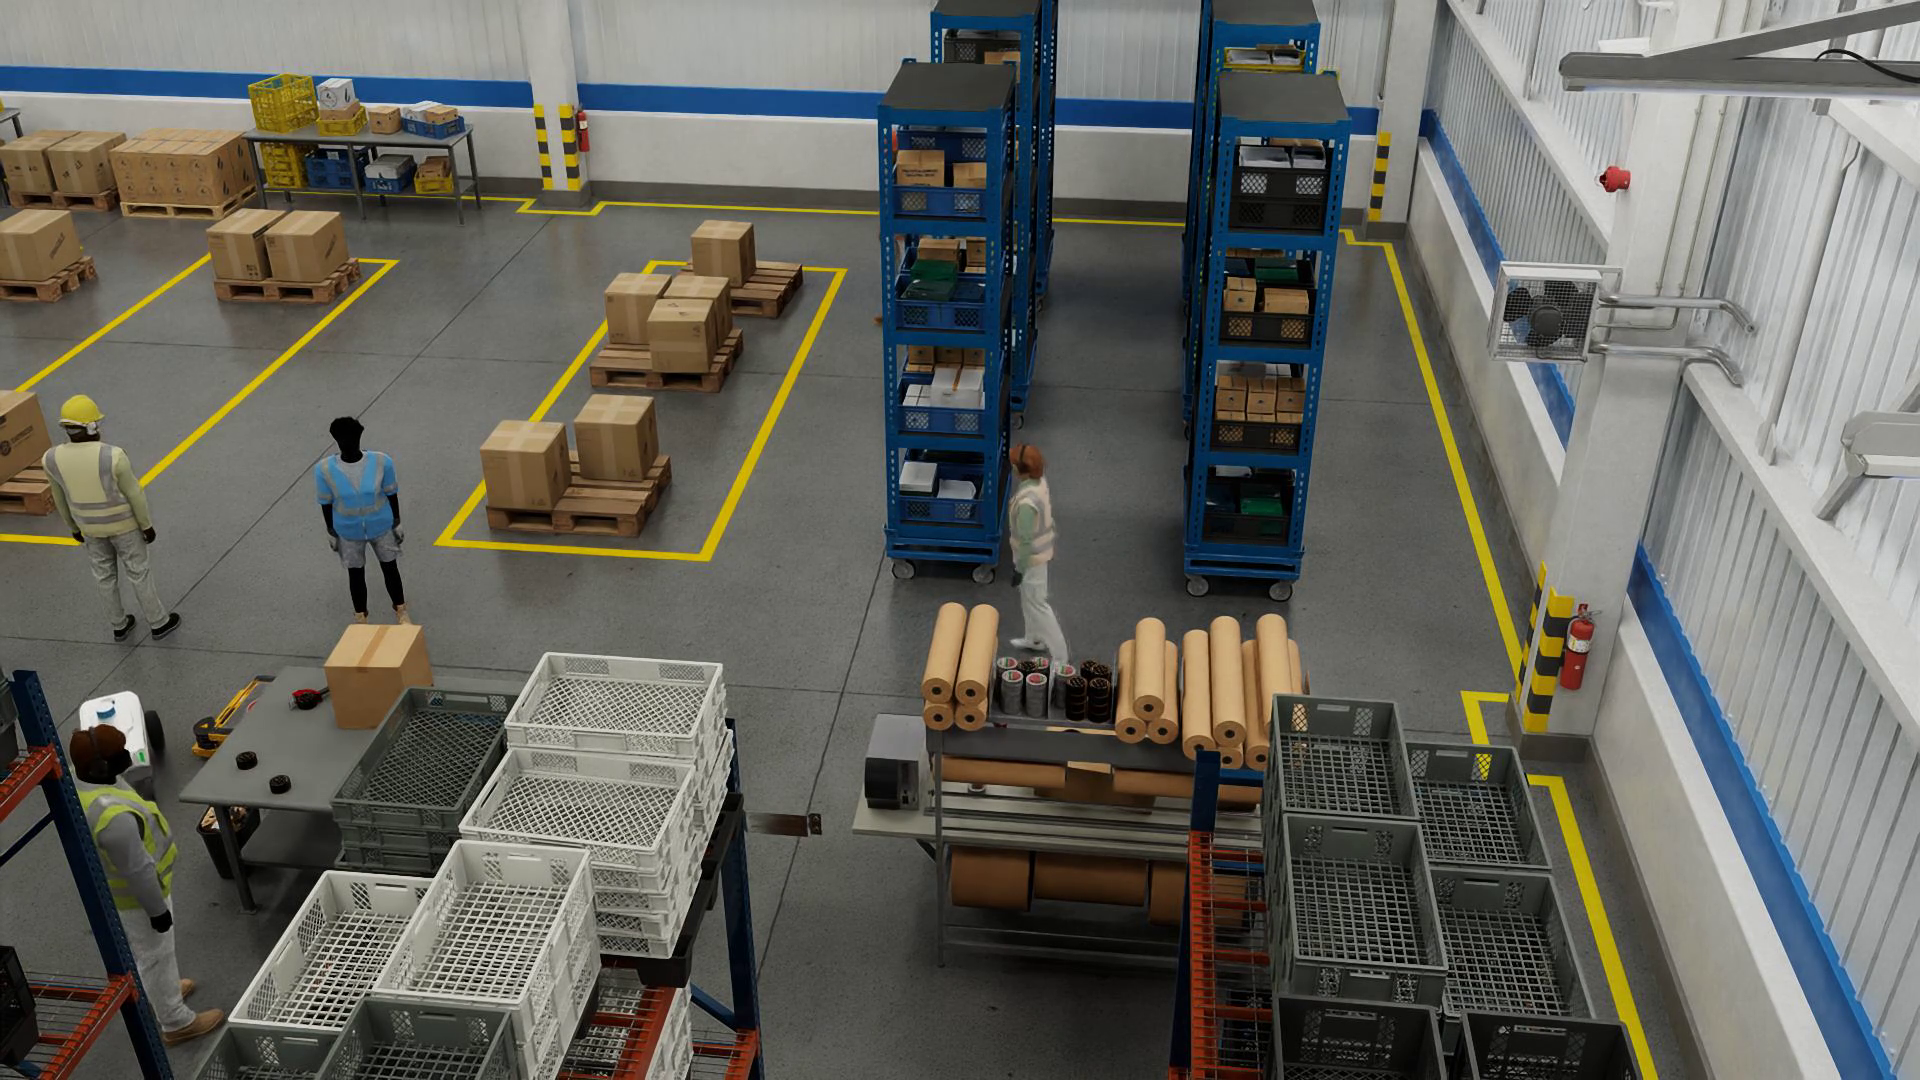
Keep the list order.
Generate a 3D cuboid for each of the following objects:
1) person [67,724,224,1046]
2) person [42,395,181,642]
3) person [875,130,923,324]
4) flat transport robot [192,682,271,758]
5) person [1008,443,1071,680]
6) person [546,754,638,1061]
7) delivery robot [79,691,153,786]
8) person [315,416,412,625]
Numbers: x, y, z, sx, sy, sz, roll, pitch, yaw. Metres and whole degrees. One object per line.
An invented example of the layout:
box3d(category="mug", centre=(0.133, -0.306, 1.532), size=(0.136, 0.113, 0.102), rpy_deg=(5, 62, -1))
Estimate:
box3d(category="person", centre=(-4.066, 1.685, 8.204), size=(0.633, 1.839, 0.429), rpy_deg=(26, 39, 37))
box3d(category="person", centre=(-5.795, -0.131, 11.340), size=(0.588, 1.822, 0.403), rpy_deg=(0, 30, 0))
box3d(category="person", centre=(-0.594, -2.988, 16.081), size=(0.402, 1.990, 0.622), rpy_deg=(-25, 38, -36))
box3d(category="flat transport robot", centre=(-4.089, 1.163, 10.648), size=(1.431, 0.197, 0.652), rpy_deg=(3, 30, 6))
box3d(category="person", centre=(0.557, 0.117, 11.120), size=(0.503, 1.617, 0.583), rpy_deg=(3, 30, 5))
box3d(category="person", centre=(-1.831, 1.815, 7.893), size=(0.629, 1.931, 0.357), rpy_deg=(-1, 30, -2))
box3d(category="delivery robot", centre=(-5.179, 1.218, 10.185), size=(0.477, 0.478, 0.707), rpy_deg=(-14, 33, -23))
box3d(category="person", centre=(-4.067, -0.076, 11.371), size=(0.533, 1.694, 0.318), rpy_deg=(-11, 32, -18))
